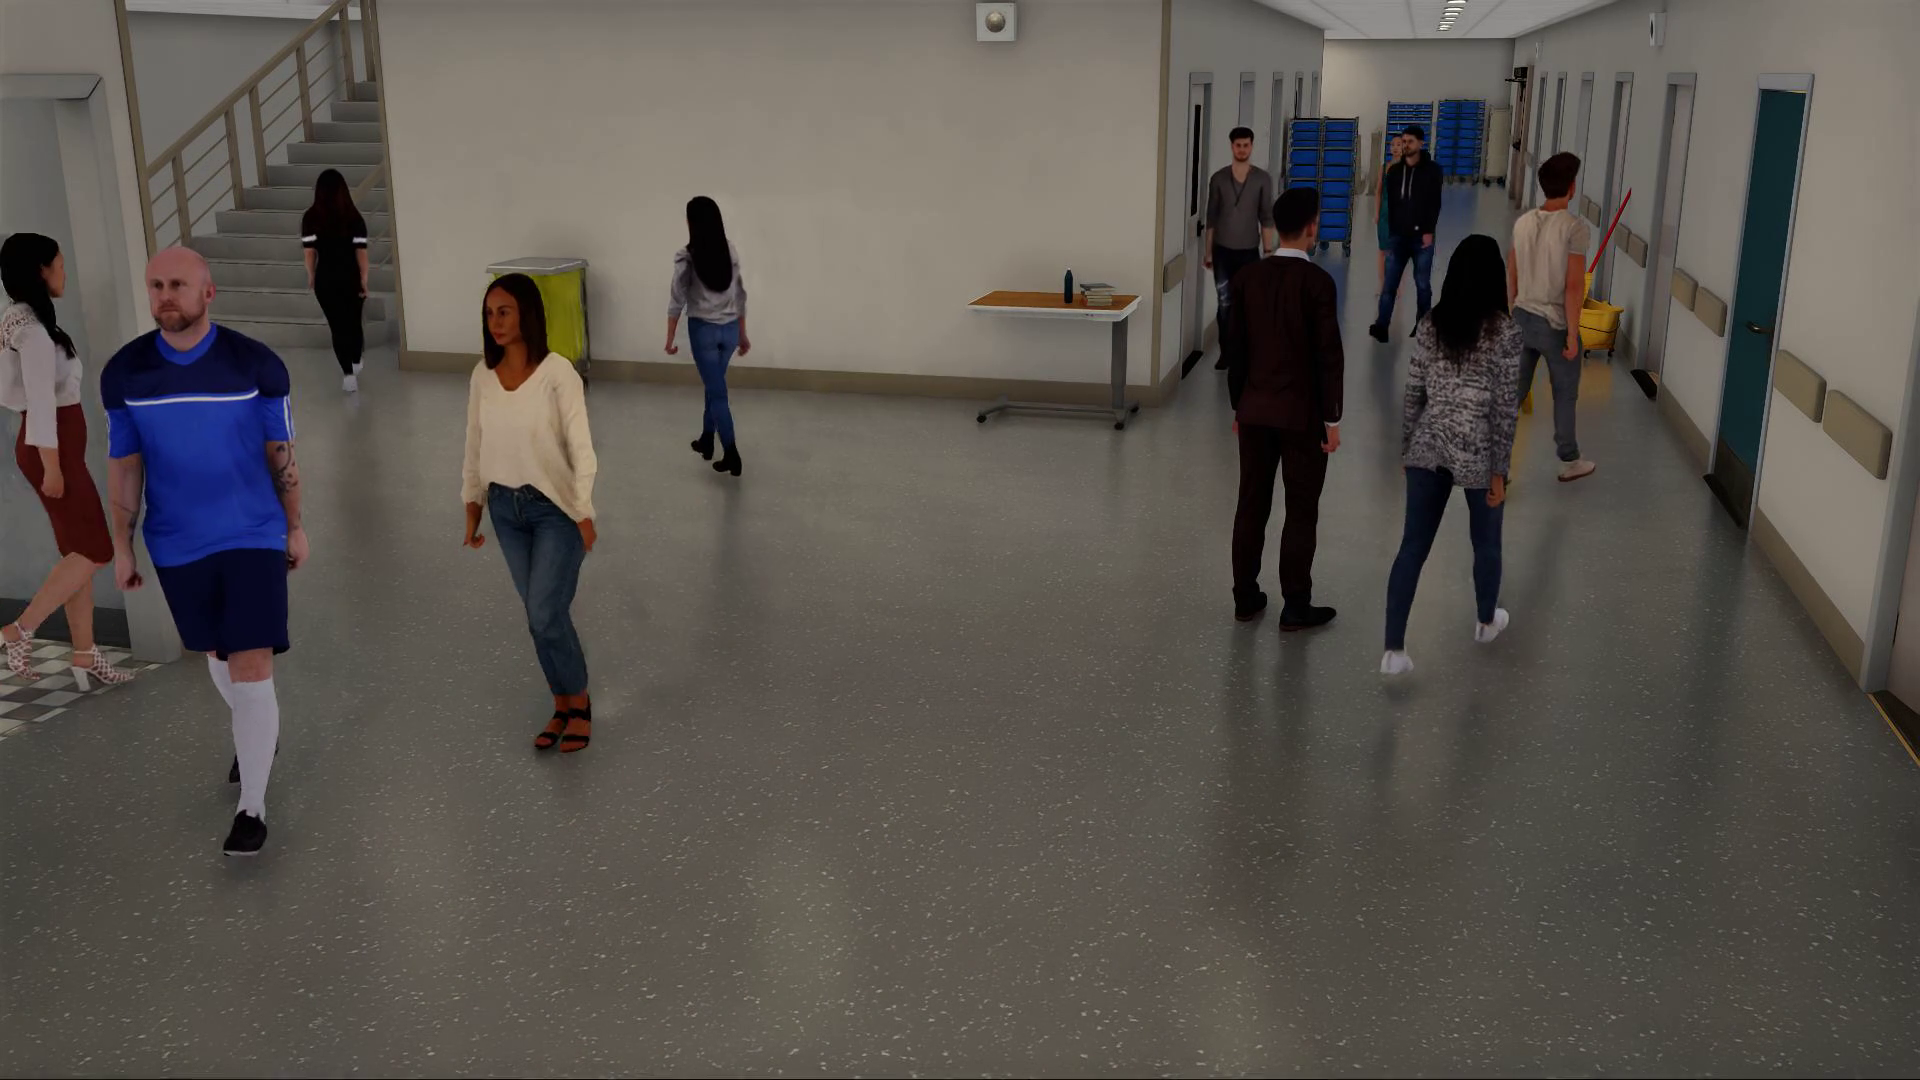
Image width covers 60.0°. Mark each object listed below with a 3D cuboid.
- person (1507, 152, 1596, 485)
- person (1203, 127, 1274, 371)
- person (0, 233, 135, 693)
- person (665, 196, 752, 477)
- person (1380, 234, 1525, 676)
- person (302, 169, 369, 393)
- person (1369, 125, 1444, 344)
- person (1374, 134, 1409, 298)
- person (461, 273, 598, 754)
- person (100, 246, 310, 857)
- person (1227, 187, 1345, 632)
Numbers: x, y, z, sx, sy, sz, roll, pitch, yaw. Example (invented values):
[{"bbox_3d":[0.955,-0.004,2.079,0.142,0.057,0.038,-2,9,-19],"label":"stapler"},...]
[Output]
[{"bbox_3d":[3.179,-1.165,9.239,1.224,1.859,1.084,-12,20,-37],"label":"person"},{"bbox_3d":[2.211,-2.316,13.269,0.685,1.886,0.835,4,16,13],"label":"person"},{"bbox_3d":[-3.454,-0.247,6.208,0.871,1.735,0.811,-9,18,-28],"label":"person"},{"bbox_3d":[-1.386,-1.171,9.723,0.923,1.607,0.922,-15,22,-43],"label":"person"},{"bbox_3d":[1.863,-0.272,6.400,0.933,1.680,1.274,11,19,34],"label":"person"},{"bbox_3d":[-4.564,-1.868,12.216,0.984,1.596,1.151,-5,17,-19],"label":"person"},{"bbox_3d":[3.961,-2.599,14.382,0.959,1.828,1.279,11,19,33],"label":"person"},{"bbox_3d":[4.572,-3.400,17.483,0.561,1.686,0.516,7,17,23],"label":"person"},{"bbox_3d":[-1.410,-0.100,5.805,0.675,1.672,0.652,7,17,23],"label":"person"},{"bbox_3d":[-2.292,0.012,5.190,0.989,1.790,1.279,-2,16,-7],"label":"person"},{"bbox_3d":[1.368,-0.544,7.024,0.767,1.865,0.748,12,20,37],"label":"person"}]
